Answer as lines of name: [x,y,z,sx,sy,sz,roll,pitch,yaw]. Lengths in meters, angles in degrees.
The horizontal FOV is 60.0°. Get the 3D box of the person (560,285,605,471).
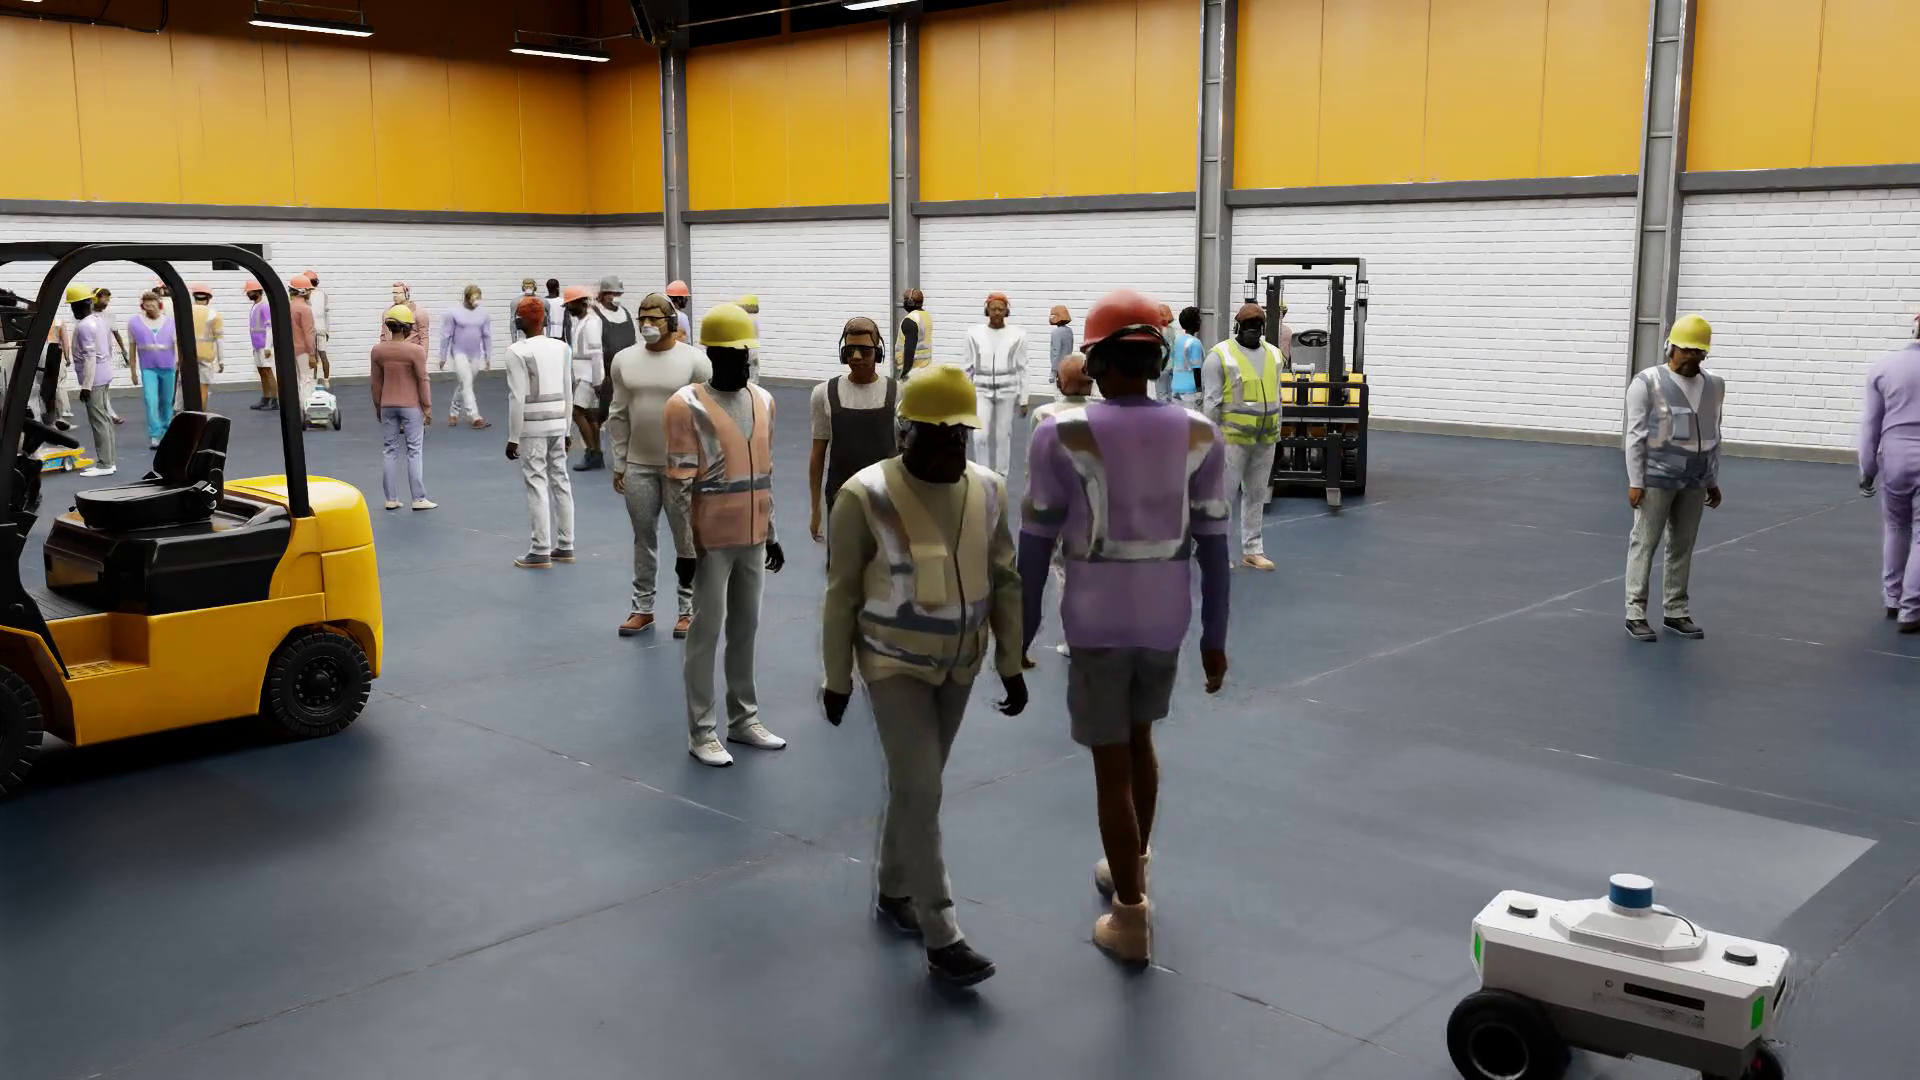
person: [-3.900,-1.657,17.121,0.524,1.900,0.557,-4,10,-21]

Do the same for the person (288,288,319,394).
person: [-9.287,-2.663,23.475,0.795,1.838,0.540,2,9,12]

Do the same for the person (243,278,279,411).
person: [-10.246,-2.854,24.338,0.378,1.932,0.551,-8,12,-41]

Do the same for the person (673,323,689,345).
person: [-2.578,-1.190,15.186,0.506,1.592,0.844,2,9,10]

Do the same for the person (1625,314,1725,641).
person: [4.004,-0.346,9.306,0.590,1.821,0.404,-2,9,-11]

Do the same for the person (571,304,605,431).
person: [-4.686,-2.178,21.135,0.542,1.625,0.440,0,9,-2]

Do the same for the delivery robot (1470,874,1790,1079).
delivery robot: [1.663,1.079,4.152,0.707,0.478,0.477,6,11,34]

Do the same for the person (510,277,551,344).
person: [-6.816,-3.198,26.435,0.635,1.936,0.354,-2,10,-14]

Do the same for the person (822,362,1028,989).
person: [-0.048,0.382,4.914,0.587,1.790,0.840,-7,12,-37]

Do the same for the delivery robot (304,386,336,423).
delivery robot: [-8.265,-1.748,21.487,0.477,0.478,0.707,-3,10,-17]

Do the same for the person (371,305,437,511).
person: [-4.784,-1.133,14.303,0.533,1.765,0.329,2,9,12]

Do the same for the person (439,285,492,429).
person: [-6.446,-2.379,21.665,1.040,1.873,0.685,9,13,44]

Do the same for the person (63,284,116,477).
person: [-8.699,-1.591,16.639,0.383,1.920,0.585,-3,10,-15]

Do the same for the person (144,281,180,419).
person: [-10.682,-2.557,22.459,0.638,1.948,0.546,-1,9,-3]

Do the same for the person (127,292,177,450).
person: [-9.176,-1.934,19.085,0.599,1.793,0.881,-5,11,-29]

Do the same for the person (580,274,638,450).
person: [-3.781,-1.876,18.015,0.668,2.000,0.694,8,12,41]

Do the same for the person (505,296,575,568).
person: [-2.918,-0.742,11.549,0.356,1.881,0.575,6,11,31]

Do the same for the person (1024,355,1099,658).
person: [0.599,-0.172,8.854,0.510,1.623,0.391,-3,10,-18]

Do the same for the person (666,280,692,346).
person: [-3.219,-1.991,19.033,0.361,1.938,0.545,-8,12,-42]

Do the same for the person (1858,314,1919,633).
person: [5.608,-0.423,9.633,0.655,1.872,0.842,8,13,42]

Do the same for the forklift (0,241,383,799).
forklift: [-3.706,-0.171,7.093,1.214,2.155,2.313,9,13,43]

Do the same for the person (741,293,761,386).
person: [-3.052,-2.641,23.684,0.487,1.731,0.483,-5,11,-28]

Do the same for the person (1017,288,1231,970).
person: [0.462,0.242,5.130,0.612,2.009,0.832,-3,10,-19]

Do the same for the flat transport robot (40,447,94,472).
flat transport robot: [-9.430,-0.771,16.648,0.652,0.197,1.431,1,9,7]

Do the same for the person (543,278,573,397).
person: [-6.506,-3.218,26.628,0.590,1.916,0.389,1,9,3]

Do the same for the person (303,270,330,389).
person: [-11.060,-3.578,28.443,0.371,2.044,0.608,5,11,29]

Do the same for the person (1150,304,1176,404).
person: [2.493,-2.083,20.528,0.279,1.634,0.498,5,11,30]

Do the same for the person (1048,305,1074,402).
person: [1.224,-2.032,20.214,0.280,1.632,0.501,5,11,28]

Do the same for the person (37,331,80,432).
person: [-11.717,-2.187,21.115,0.874,1.646,0.552,-1,9,-6]

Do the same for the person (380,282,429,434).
person: [-6.934,-2.251,20.722,0.643,1.909,0.410,2,9,12]

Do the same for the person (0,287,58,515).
person: [-7.131,-0.922,12.463,0.635,1.941,0.650,-6,11,-31]

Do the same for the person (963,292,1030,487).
person: [0.315,-1.258,14.764,0.610,1.860,0.674,1,9,5]

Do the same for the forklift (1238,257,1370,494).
forklift: [3.309,-1.629,16.029,1.214,2.155,2.313,2,9,11]

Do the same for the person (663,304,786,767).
person: [-0.968,-0.026,7.016,0.369,1.925,0.594,7,12,37]

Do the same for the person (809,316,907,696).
person: [-0.470,-0.155,8.061,0.517,1.843,0.326,0,9,-3]

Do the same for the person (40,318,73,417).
person: [-12.660,-2.513,23.138,0.512,1.642,0.312,-3,10,-17]

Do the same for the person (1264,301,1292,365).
person: [3.437,-1.766,18.182,0.326,1.767,0.533,7,12,37]

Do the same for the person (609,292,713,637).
person: [-1.672,-0.416,9.374,0.629,1.940,0.379,2,9,12]

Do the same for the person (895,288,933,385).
person: [-0.552,-2.042,19.641,0.429,1.844,0.627,3,10,17]

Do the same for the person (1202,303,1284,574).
person: [1.954,-0.690,11.356,0.633,1.839,0.429,-4,10,-25]

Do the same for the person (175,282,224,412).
person: [-9.660,-2.321,21.179,0.583,1.894,0.508,-1,9,-6]

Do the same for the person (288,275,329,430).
person: [-8.455,-2.408,21.413,0.612,1.995,0.392,9,13,43]

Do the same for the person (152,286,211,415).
person: [-11.059,-2.672,23.526,0.650,1.844,0.580,-4,10,-25]

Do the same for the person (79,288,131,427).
person: [-11.191,-2.383,21.801,0.912,1.822,0.499,4,10,23]

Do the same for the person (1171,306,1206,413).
person: [2.302,-1.496,16.729,0.318,1.700,0.536,-3,10,-17]
